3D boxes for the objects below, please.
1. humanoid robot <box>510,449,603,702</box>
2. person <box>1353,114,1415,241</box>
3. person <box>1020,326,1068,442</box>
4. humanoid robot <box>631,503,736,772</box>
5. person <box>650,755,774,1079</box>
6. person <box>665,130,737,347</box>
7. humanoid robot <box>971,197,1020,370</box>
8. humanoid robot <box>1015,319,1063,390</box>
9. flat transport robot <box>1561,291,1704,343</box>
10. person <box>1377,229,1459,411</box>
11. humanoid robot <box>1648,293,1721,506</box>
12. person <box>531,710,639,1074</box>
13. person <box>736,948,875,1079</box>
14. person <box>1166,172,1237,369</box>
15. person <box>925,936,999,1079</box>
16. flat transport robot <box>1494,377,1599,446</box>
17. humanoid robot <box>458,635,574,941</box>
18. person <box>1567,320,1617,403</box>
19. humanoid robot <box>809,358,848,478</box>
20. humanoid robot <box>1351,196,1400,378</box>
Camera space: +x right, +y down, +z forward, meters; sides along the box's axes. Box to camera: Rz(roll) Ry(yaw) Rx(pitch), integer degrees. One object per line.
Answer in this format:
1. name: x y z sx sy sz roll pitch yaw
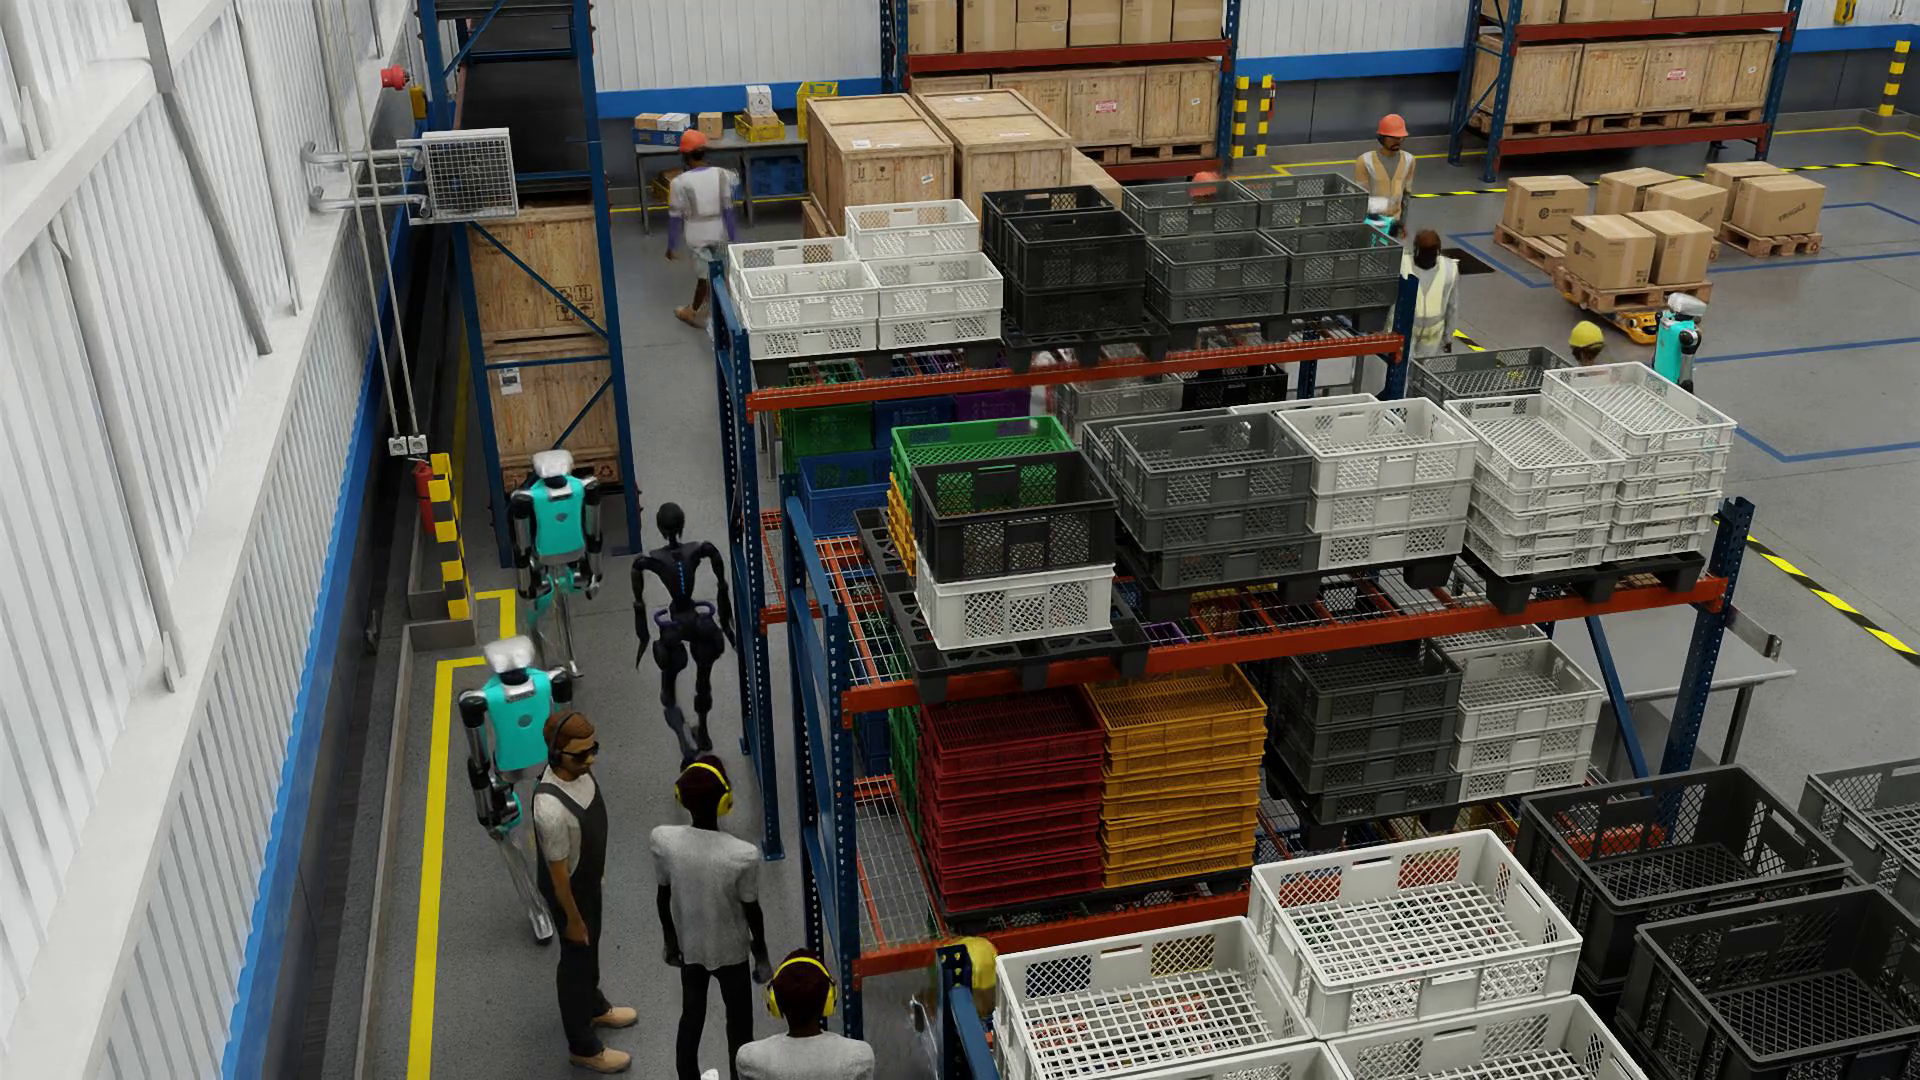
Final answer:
1. humanoid robot: -2.484 0.170 10.148 0.553 1.759 0.833 -14 31 -25
2. person: 4.028 -3.053 15.935 0.606 2.048 0.366 -7 29 -12
3. person: 0.632 -0.825 11.898 0.914 1.864 0.623 -13 30 -23
4. humanoid robot: -1.549 0.552 9.494 0.607 1.637 0.567 -11 30 -20
5. person: -1.039 1.734 7.057 0.498 1.861 0.326 10 29 18
6. person: -2.439 -2.848 15.614 0.622 1.981 1.078 -23 36 -37
7. humanoid robot: 0.365 -2.296 14.900 0.671 1.639 0.589 -8 29 -14
8. humanoid robot: 0.461 -1.150 12.749 0.731 1.868 0.531 0 28 0
9. flat transport robot: 6.605 -2.296 16.373 0.652 0.197 1.431 -6 28 -12
10. person: 3.733 -1.689 13.666 0.635 1.844 0.834 0 28 0
11. humanoid robot: 5.402 -1.009 12.238 0.735 1.681 0.533 -2 28 -3
12. person: -1.687 1.549 7.419 0.352 1.842 0.505 1 28 1
13. person: -0.529 2.254 6.061 0.505 1.865 0.329 -2 28 -4
14. person: 2.148 -2.325 14.732 0.992 1.882 0.547 -11 30 -19
15. person: -0.022 2.201 6.308 0.464 1.720 0.497 -1 28 -1
16. flat transport robot: 4.780 -1.036 14.013 0.659 0.231 1.431 -6 28 -12
17. humanoid robot: -2.176 1.240 8.231 0.537 1.902 0.714 -15 31 -26
18. person: 4.328 -0.706 11.792 0.529 1.756 0.563 -4 28 -8
19. humanoid robot: -0.551 -0.539 11.501 0.945 1.766 0.534 -11 30 -19
20. humanoid robot: 3.446 -2.233 14.677 0.561 1.758 0.709 -9 29 -16
